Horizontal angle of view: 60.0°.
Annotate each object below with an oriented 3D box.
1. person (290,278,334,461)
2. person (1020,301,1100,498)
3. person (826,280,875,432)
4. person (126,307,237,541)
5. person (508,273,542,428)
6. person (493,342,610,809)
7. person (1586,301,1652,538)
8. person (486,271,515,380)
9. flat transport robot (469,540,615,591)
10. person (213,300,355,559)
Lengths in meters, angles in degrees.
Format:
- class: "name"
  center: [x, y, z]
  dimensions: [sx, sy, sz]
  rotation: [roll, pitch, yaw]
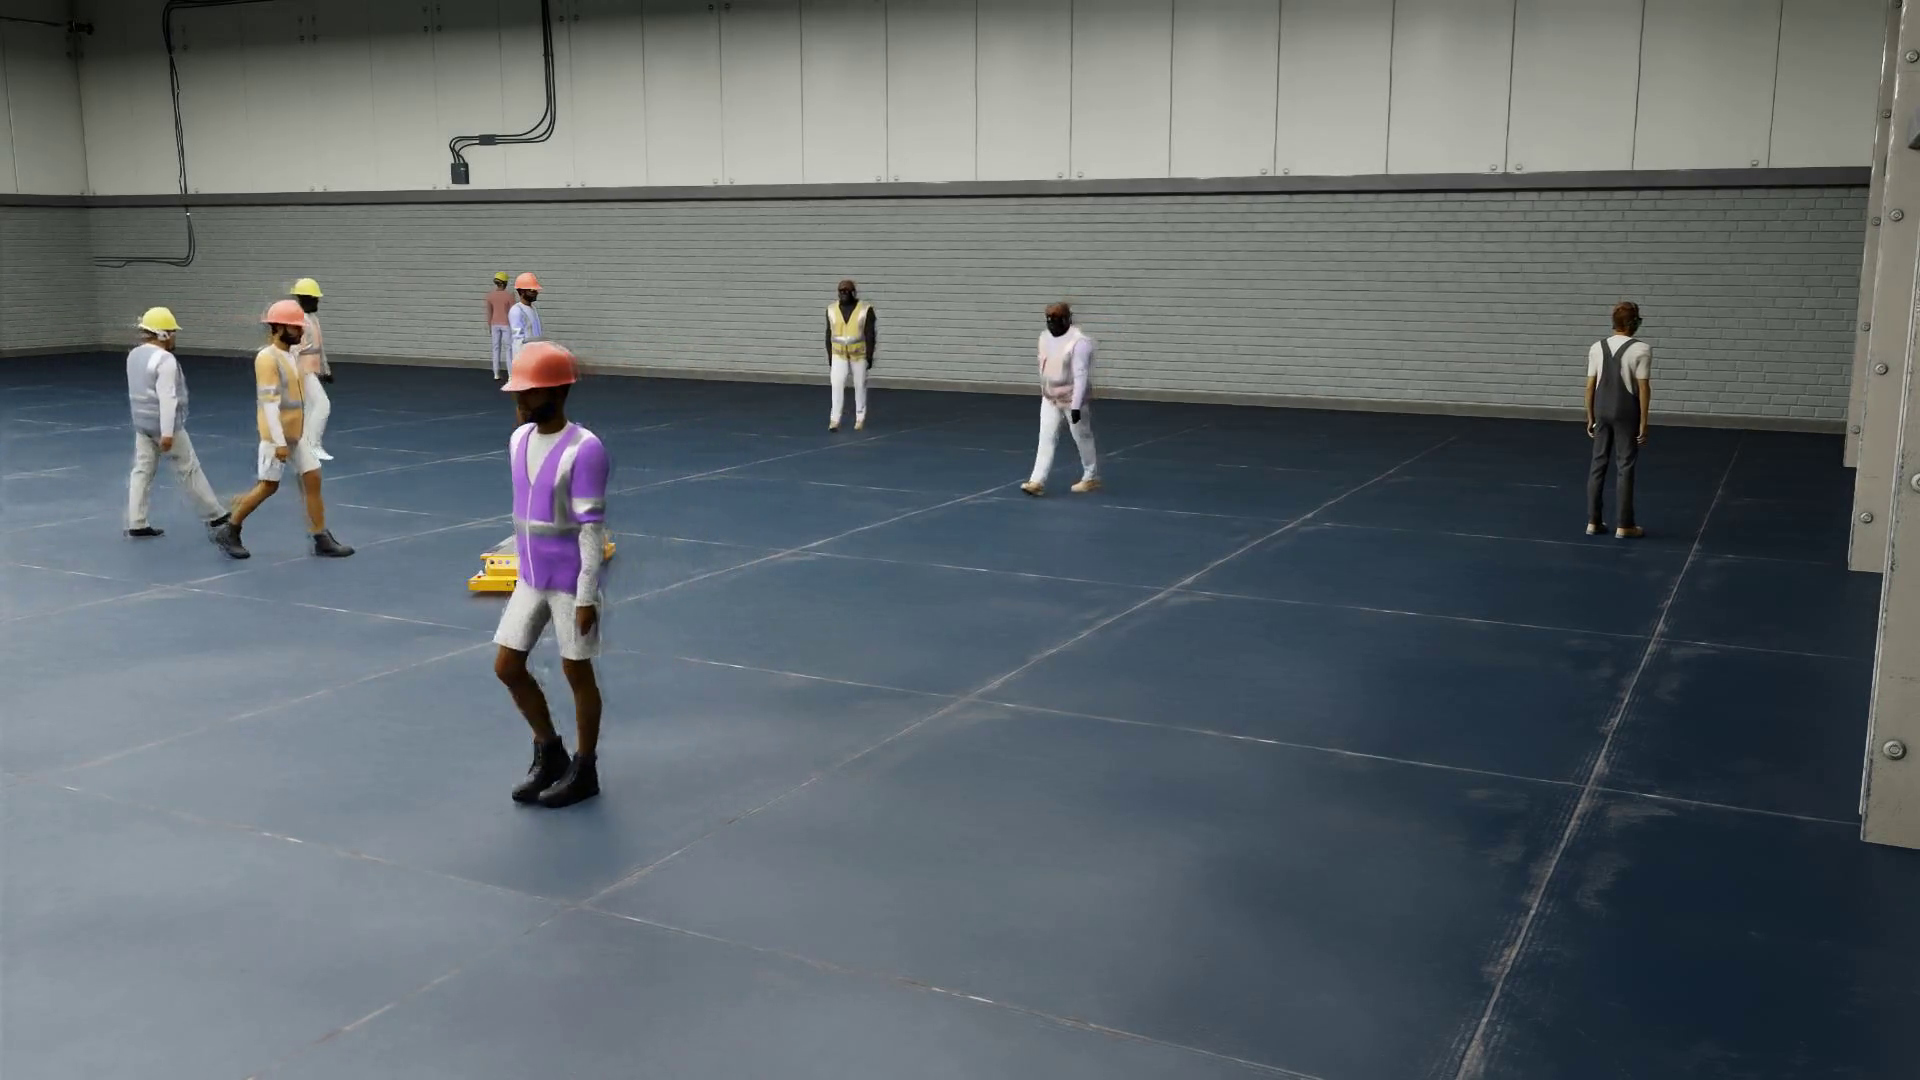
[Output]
- class: "person"
  center: [-6.727, -1.766, 17.353]
  dimensions: [0.578, 1.908, 0.587]
  rotation: [-1, 10, -5]
- class: "person"
  center: [0.939, -1.260, 14.983]
  dimensions: [1.030, 1.759, 0.631]
  rotation: [-10, 14, -44]
- class: "person"
  center: [-1.332, -2.188, 19.915]
  dimensions: [0.633, 1.799, 0.921]
  rotation: [2, 10, 8]
- class: "person"
  center: [-6.156, -0.915, 13.015]
  dimensions: [0.598, 1.787, 0.914]
  rotation: [7, 12, 32]
- class: "person"
  center: [-4.787, -1.997, 18.517]
  dimensions: [0.356, 1.937, 0.552]
  rotation: [1, 10, 5]
- class: "person"
  center: [-1.684, 0.165, 6.754]
  dimensions: [0.569, 1.924, 0.496]
  rotation: [7, 13, 35]
- class: "person"
  center: [5.133, -0.937, 12.990]
  dimensions: [0.347, 1.846, 0.505]
  rotation: [-9, 14, -40]
- class: "person"
  center: [-7.432, -3.473, 27.030]
  dimensions: [0.526, 1.768, 0.331]
  rotation: [2, 11, 13]
- class: "flat transport robot"
  center: [-2.869, 0.118, 11.529]
  dimensions: [0.652, 0.197, 1.431]
  rotation: [0, 10, 1]
- class: "person"
  center: [-4.985, -0.792, 12.082]
  dimensions: [0.954, 1.894, 0.568]
  rotation: [0, 10, 2]
